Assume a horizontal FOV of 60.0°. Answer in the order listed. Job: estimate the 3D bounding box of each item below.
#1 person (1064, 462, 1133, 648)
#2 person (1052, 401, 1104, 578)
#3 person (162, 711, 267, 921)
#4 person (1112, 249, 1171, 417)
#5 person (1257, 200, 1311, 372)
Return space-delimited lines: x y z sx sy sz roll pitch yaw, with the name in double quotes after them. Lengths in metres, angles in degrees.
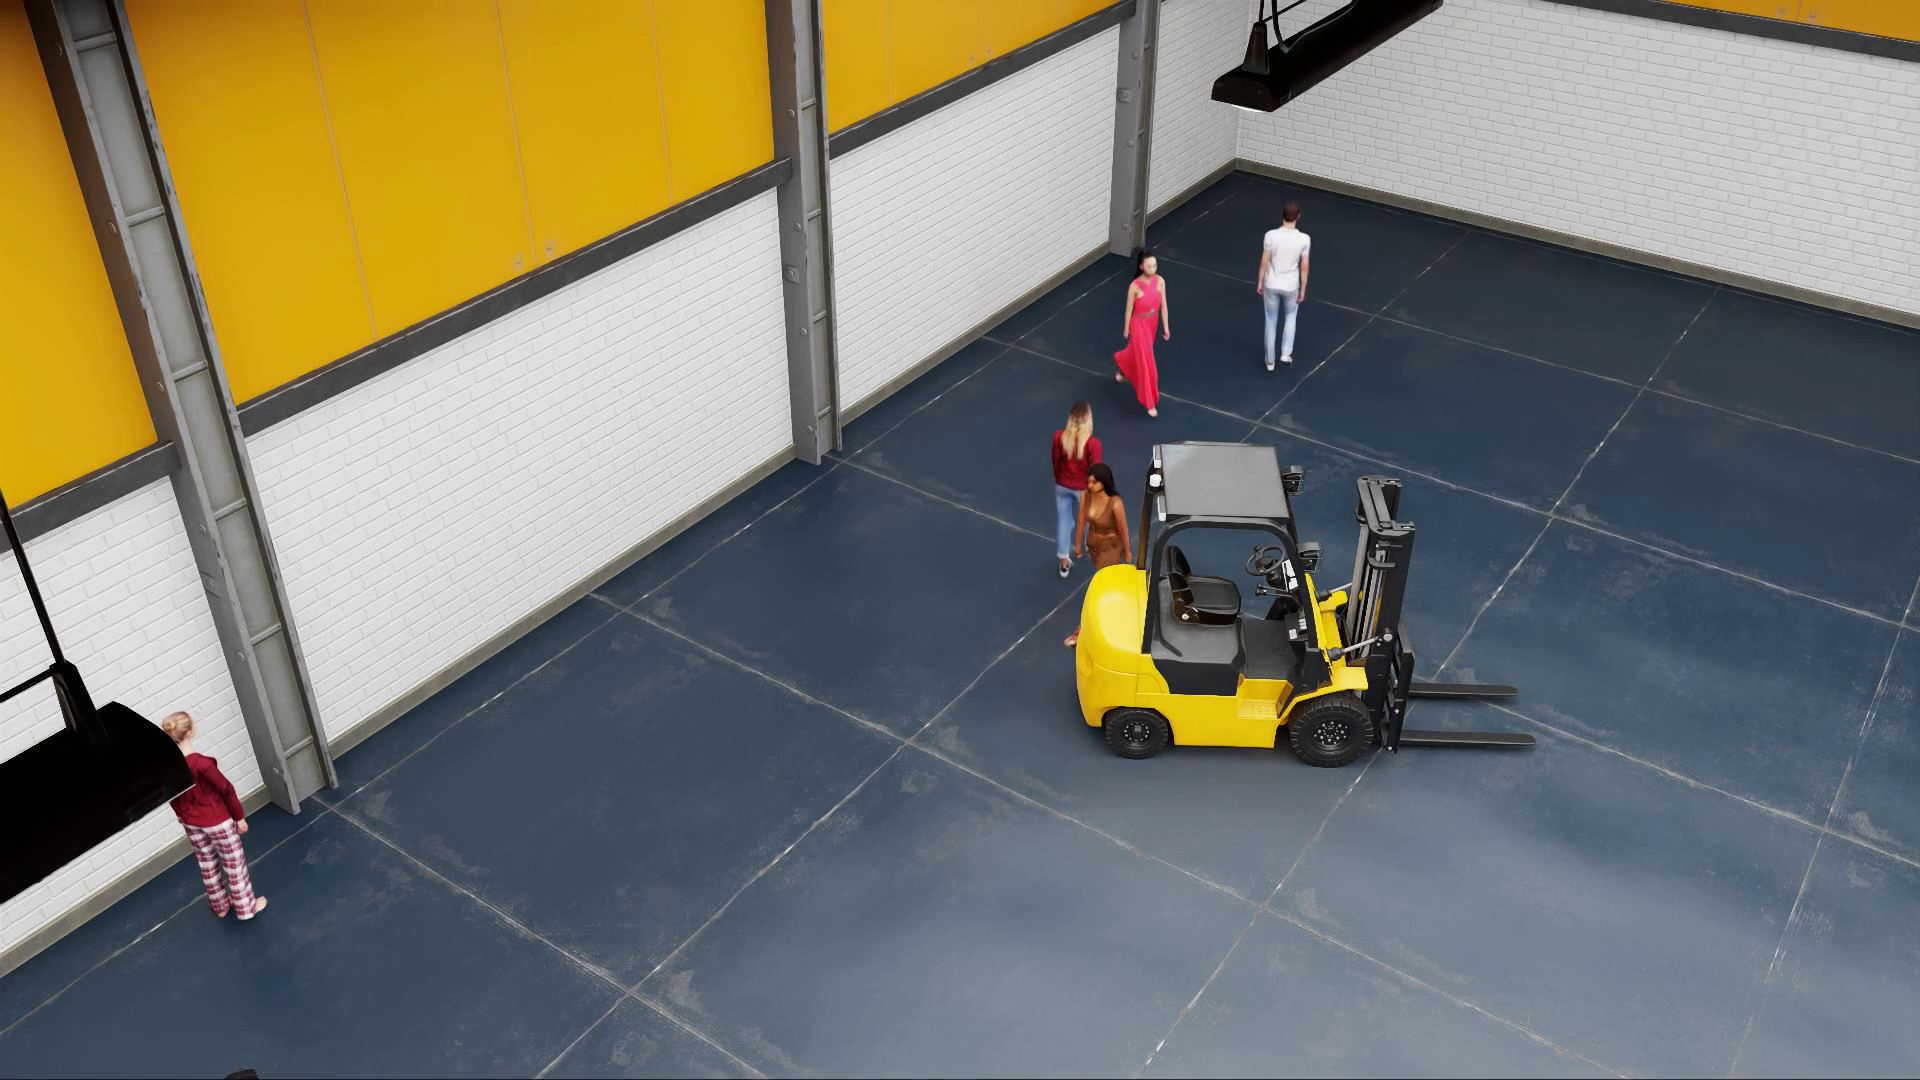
1.218 0.059 13.491 0.712 1.634 1.169 26 41 33 "person"
0.968 -0.405 14.216 0.784 1.605 0.997 9 35 13 "person"
-4.904 1.788 10.827 0.691 1.703 0.654 6 34 9 "person"
1.807 -2.139 16.755 1.136 1.681 0.964 -18 38 -25 "person"
3.340 -2.592 17.293 0.778 1.840 0.812 4 34 5 "person"
